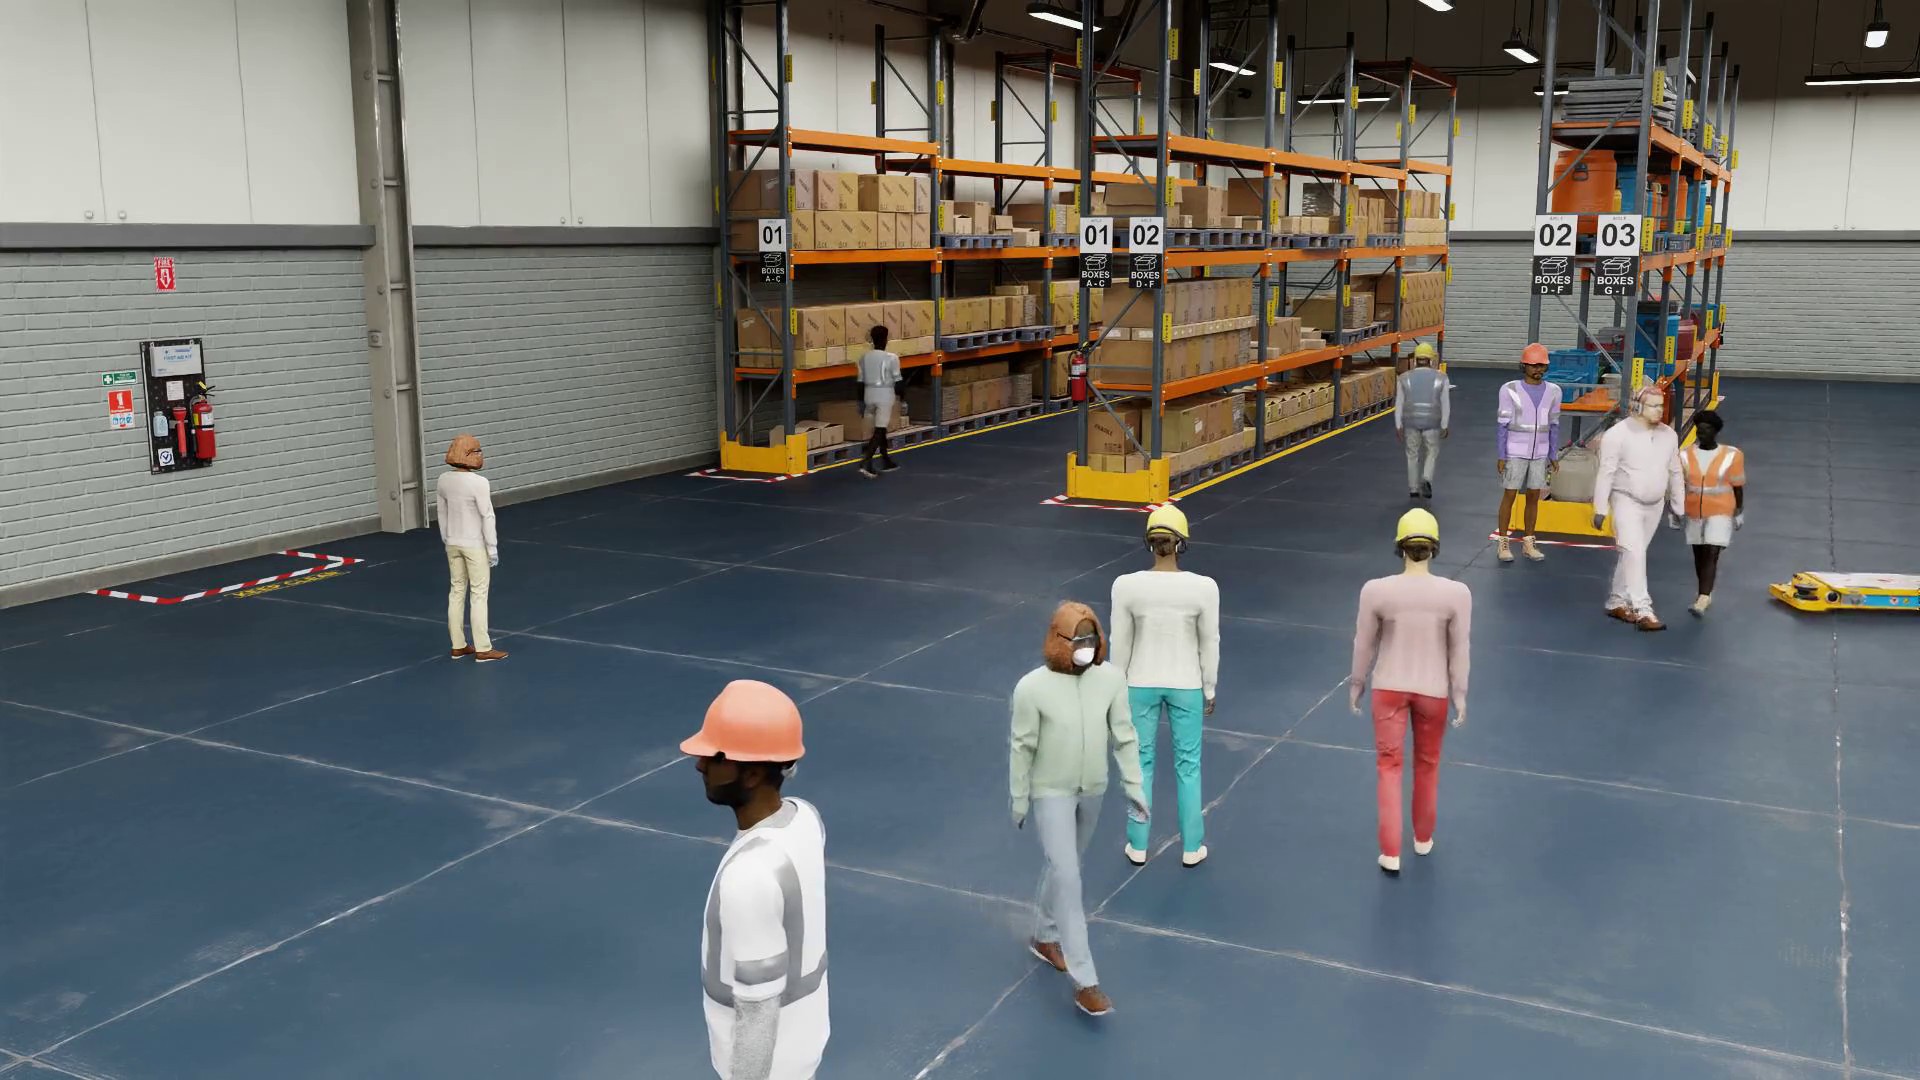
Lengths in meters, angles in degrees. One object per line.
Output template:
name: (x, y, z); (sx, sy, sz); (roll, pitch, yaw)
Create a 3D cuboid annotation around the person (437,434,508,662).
person: (-3.502, 0.057, 11.886); (0.507, 1.633, 0.278); (6, 12, 28)

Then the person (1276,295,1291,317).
person: (7.665, -4.982, 39.366); (0.509, 1.632, 0.269); (-5, 12, -25)

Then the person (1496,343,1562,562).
person: (5.298, -0.811, 15.499); (0.605, 2.045, 0.385); (-1, 10, -6)

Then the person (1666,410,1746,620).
person: (5.897, -0.204, 13.237); (0.549, 1.647, 0.850); (9, 14, 41)

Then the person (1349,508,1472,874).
person: (2.161, 0.716, 7.999); (0.544, 1.760, 0.515); (2, 11, 12)

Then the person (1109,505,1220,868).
person: (0.981, 0.707, 8.012); (0.526, 1.758, 0.341); (2, 11, 10)

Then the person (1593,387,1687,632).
person: (5.311, -0.229, 12.782); (0.679, 1.868, 0.903); (-3, 11, -18)

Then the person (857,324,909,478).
person: (-1.037, -1.759, 21.030); (0.619, 1.924, 1.002); (8, 13, 36)

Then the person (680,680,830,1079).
person: (-0.514, 1.301, 4.264); (0.346, 1.942, 0.550); (1, 10, 6)

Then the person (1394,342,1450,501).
person: (5.280, -1.348, 19.027); (0.617, 1.821, 0.426); (4, 11, 19)

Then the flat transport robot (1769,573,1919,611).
flat transport robot: (7.486, 0.426, 13.594); (1.431, 0.197, 0.652); (1, 10, 7)

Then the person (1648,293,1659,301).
person: (13.799, -3.966, 33.130); (0.972, 1.895, 0.556); (5, 11, 25)

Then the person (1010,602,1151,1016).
person: (0.493, 1.042, 6.603); (0.513, 1.592, 0.820); (-6, 12, -28)
